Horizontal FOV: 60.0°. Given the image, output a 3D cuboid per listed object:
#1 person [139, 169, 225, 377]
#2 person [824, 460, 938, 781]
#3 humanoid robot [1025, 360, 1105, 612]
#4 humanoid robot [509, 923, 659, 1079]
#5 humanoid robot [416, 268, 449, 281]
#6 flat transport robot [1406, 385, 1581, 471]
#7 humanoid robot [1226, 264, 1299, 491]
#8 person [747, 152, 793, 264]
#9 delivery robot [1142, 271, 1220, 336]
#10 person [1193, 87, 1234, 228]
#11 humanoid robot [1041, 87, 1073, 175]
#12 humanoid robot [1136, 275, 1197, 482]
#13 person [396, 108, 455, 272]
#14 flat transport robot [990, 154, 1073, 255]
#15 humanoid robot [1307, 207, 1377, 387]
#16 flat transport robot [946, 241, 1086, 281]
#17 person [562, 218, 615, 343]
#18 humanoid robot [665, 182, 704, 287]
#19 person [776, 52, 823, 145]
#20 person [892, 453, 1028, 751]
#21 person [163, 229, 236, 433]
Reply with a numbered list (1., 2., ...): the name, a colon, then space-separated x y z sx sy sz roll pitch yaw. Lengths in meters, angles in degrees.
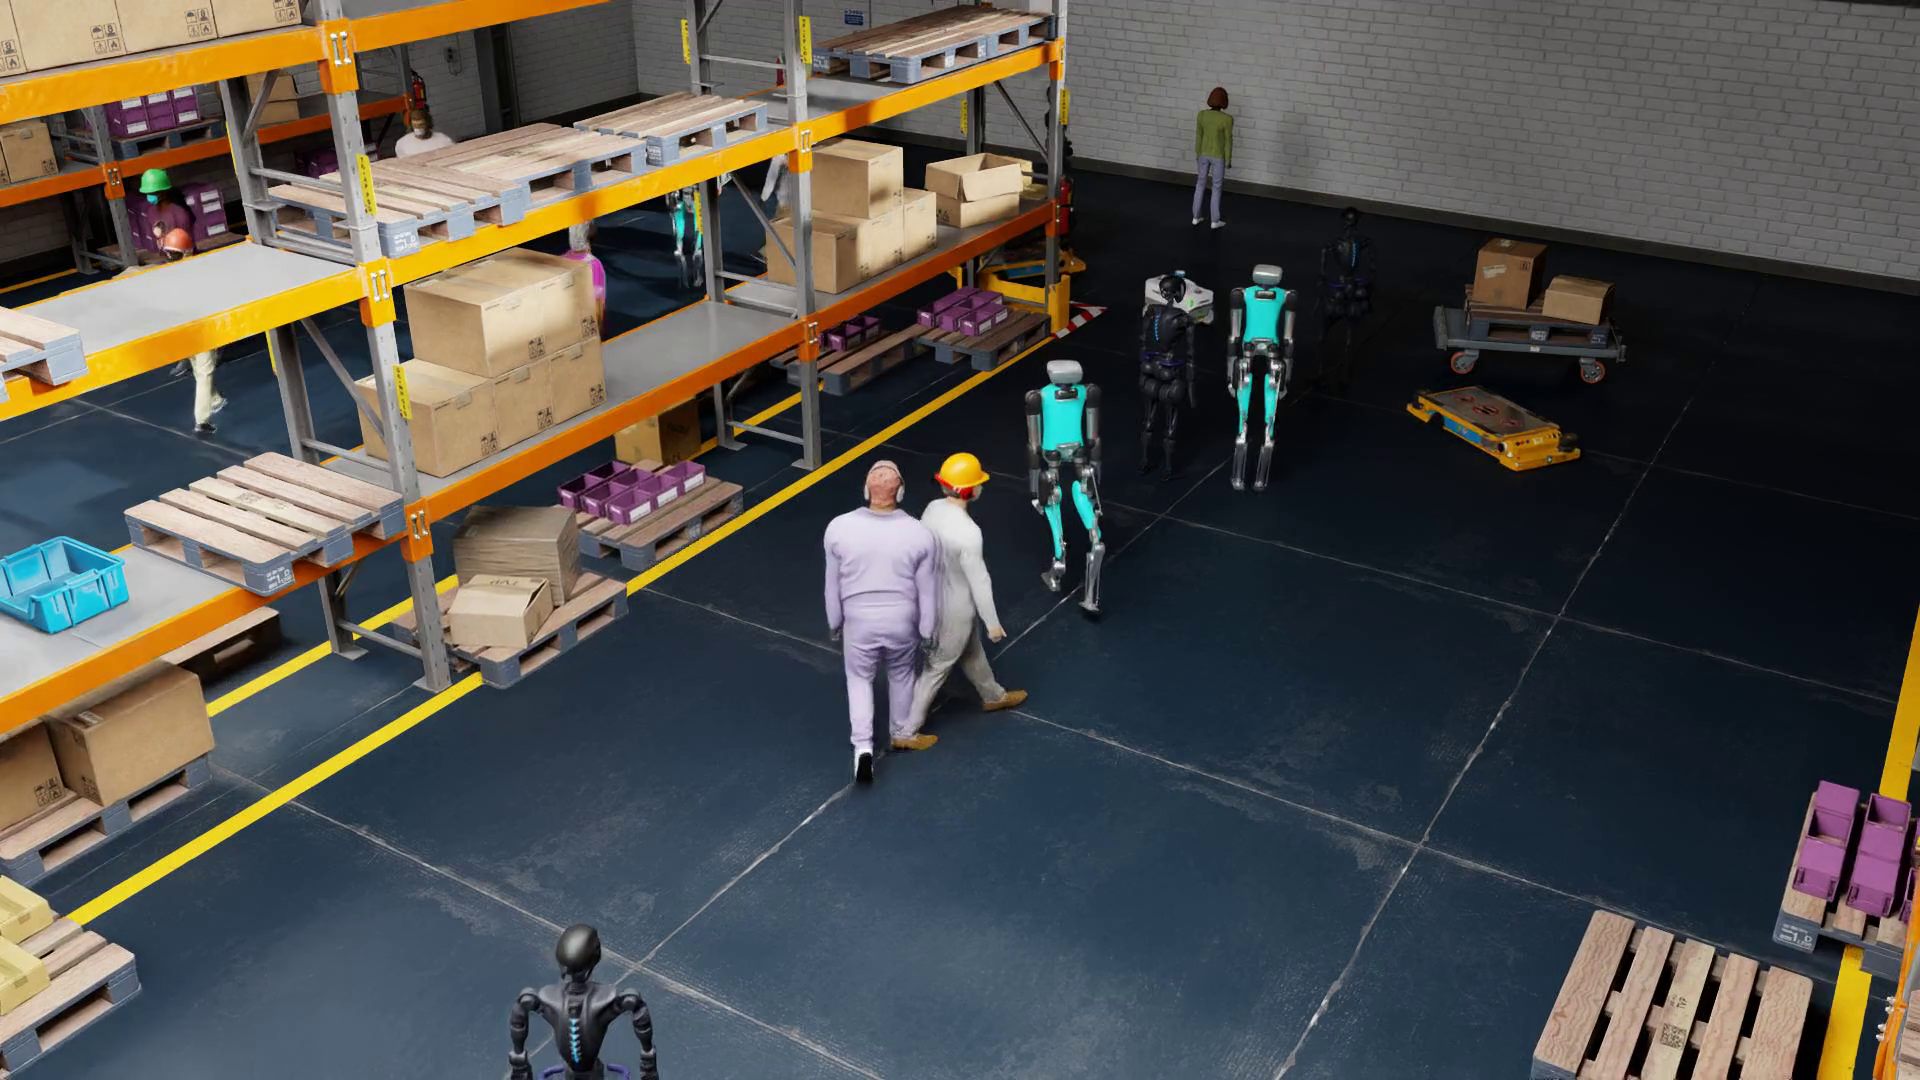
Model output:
1. person: -7.117 -2.404 15.107 0.503 1.931 0.627 9 28 16
2. person: -0.450 0.489 9.455 0.651 1.880 0.721 0 27 0
3. humanoid robot: 0.783 -0.251 11.136 0.530 1.770 0.995 -8 28 -14
4. humanoid robot: -1.438 2.207 6.303 0.593 1.644 0.523 -2 27 -4
5. humanoid robot: -5.251 -2.879 16.299 0.599 1.657 0.315 10 29 19
6. flat transport robot: 4.510 -0.973 14.116 0.659 0.231 1.431 -12 29 -22
7. humanoid robot: 2.329 -1.207 12.926 0.530 1.748 0.753 3 27 6
8. person: -1.982 -3.747 17.976 0.867 1.706 0.568 5 27 9
9. delivery robot: 2.182 -2.390 16.572 0.499 0.577 0.769 -19 33 -33
10. person: 2.976 -4.497 19.562 0.495 1.626 0.285 20 33 34
11. humanoid robot: 1.160 -4.509 19.527 0.335 1.649 0.602 -6 28 -12
12. humanoid robot: 1.621 -1.296 13.183 0.315 1.655 0.599 -22 34 -36
13. person: -5.561 -3.629 17.569 0.641 1.899 0.991 1 27 2
14. flat transport robot: 0.517 -3.371 18.840 1.431 0.231 0.659 22 34 36
15. humanoid robot: 3.452 -2.182 14.935 0.611 1.646 0.351 -5 27 -10
16. flat transport robot: 0.595 -3.020 18.149 1.431 0.231 0.659 -12 29 -22
17. person: -3.212 -1.862 14.161 0.511 1.818 0.801 20 33 34
18. humanoid robot: -2.866 -3.465 17.431 0.544 1.808 0.653 1 27 2
19. person: -2.070 -5.671 21.649 0.623 1.838 0.431 -3 27 -6
20. person: -0.016 0.353 9.771 0.998 1.844 0.608 -14 30 -25
21. person: -6.505 -1.784 14.120 0.579 1.710 0.882 0 27 -1
